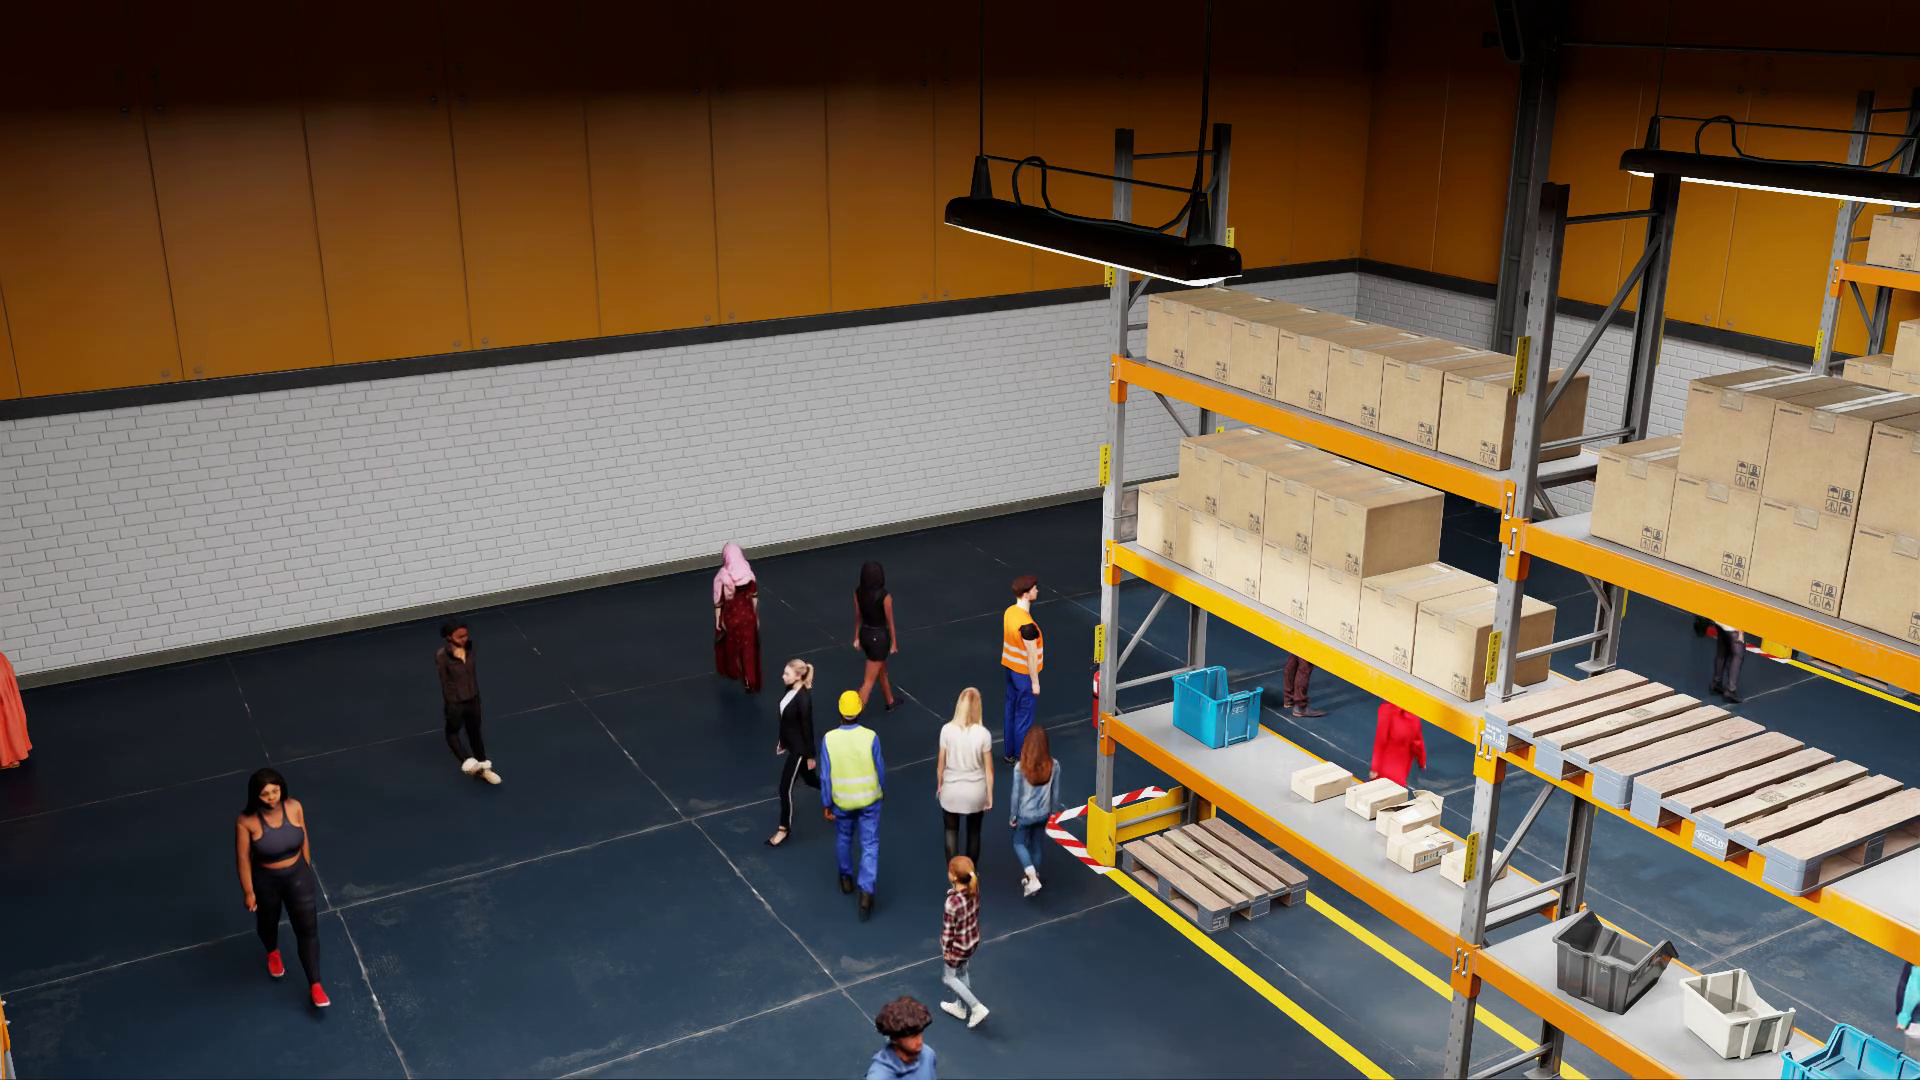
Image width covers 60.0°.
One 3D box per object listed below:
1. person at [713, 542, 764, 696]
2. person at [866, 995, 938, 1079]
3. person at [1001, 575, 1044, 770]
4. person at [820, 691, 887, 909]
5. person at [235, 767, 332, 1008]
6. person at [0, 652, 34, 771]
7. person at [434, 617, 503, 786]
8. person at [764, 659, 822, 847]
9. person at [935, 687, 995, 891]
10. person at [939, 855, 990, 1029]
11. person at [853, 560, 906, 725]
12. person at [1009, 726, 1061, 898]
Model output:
[{"bbox_3d":[-2.261,0.840,17.043,0.769,1.597,1.128,-6,20,-18],"label":"person"},{"bbox_3d":[-0.368,3.350,9.286,0.792,1.790,1.055,-16,25,-40],"label":"person"},{"bbox_3d":[0.575,1.223,15.448,0.768,1.889,0.601,-8,20,-21],"label":"person"},{"bbox_3d":[-0.807,2.063,13.091,0.943,1.800,1.083,-1,19,-3],"label":"person"},{"bbox_3d":[-4.950,2.446,12.017,0.783,1.759,1.254,-13,23,-34],"label":"person"},{"bbox_3d":[-8.995,1.261,15.468,0.745,1.803,0.609,-4,19,-13],"label":"person"},{"bbox_3d":[-4.413,1.492,15.008,0.863,1.659,0.756,16,25,40],"label":"person"},{"bbox_3d":[-1.280,1.786,14.116,0.809,1.672,1.056,-6,20,-18],"label":"person"},{"bbox_3d":[0.029,2.041,13.144,0.943,1.809,1.067,1,19,3],"label":"person"},{"bbox_3d":[0.048,2.820,11.629,0.786,1.299,0.667,14,23,36],"label":"person"},{"bbox_3d":[-0.885,1.069,16.207,1.225,1.696,0.987,13,23,35],"label":"person"},{"bbox_3d":[0.605,2.198,13.211,0.629,1.468,0.695,-7,20,-21],"label":"person"}]
